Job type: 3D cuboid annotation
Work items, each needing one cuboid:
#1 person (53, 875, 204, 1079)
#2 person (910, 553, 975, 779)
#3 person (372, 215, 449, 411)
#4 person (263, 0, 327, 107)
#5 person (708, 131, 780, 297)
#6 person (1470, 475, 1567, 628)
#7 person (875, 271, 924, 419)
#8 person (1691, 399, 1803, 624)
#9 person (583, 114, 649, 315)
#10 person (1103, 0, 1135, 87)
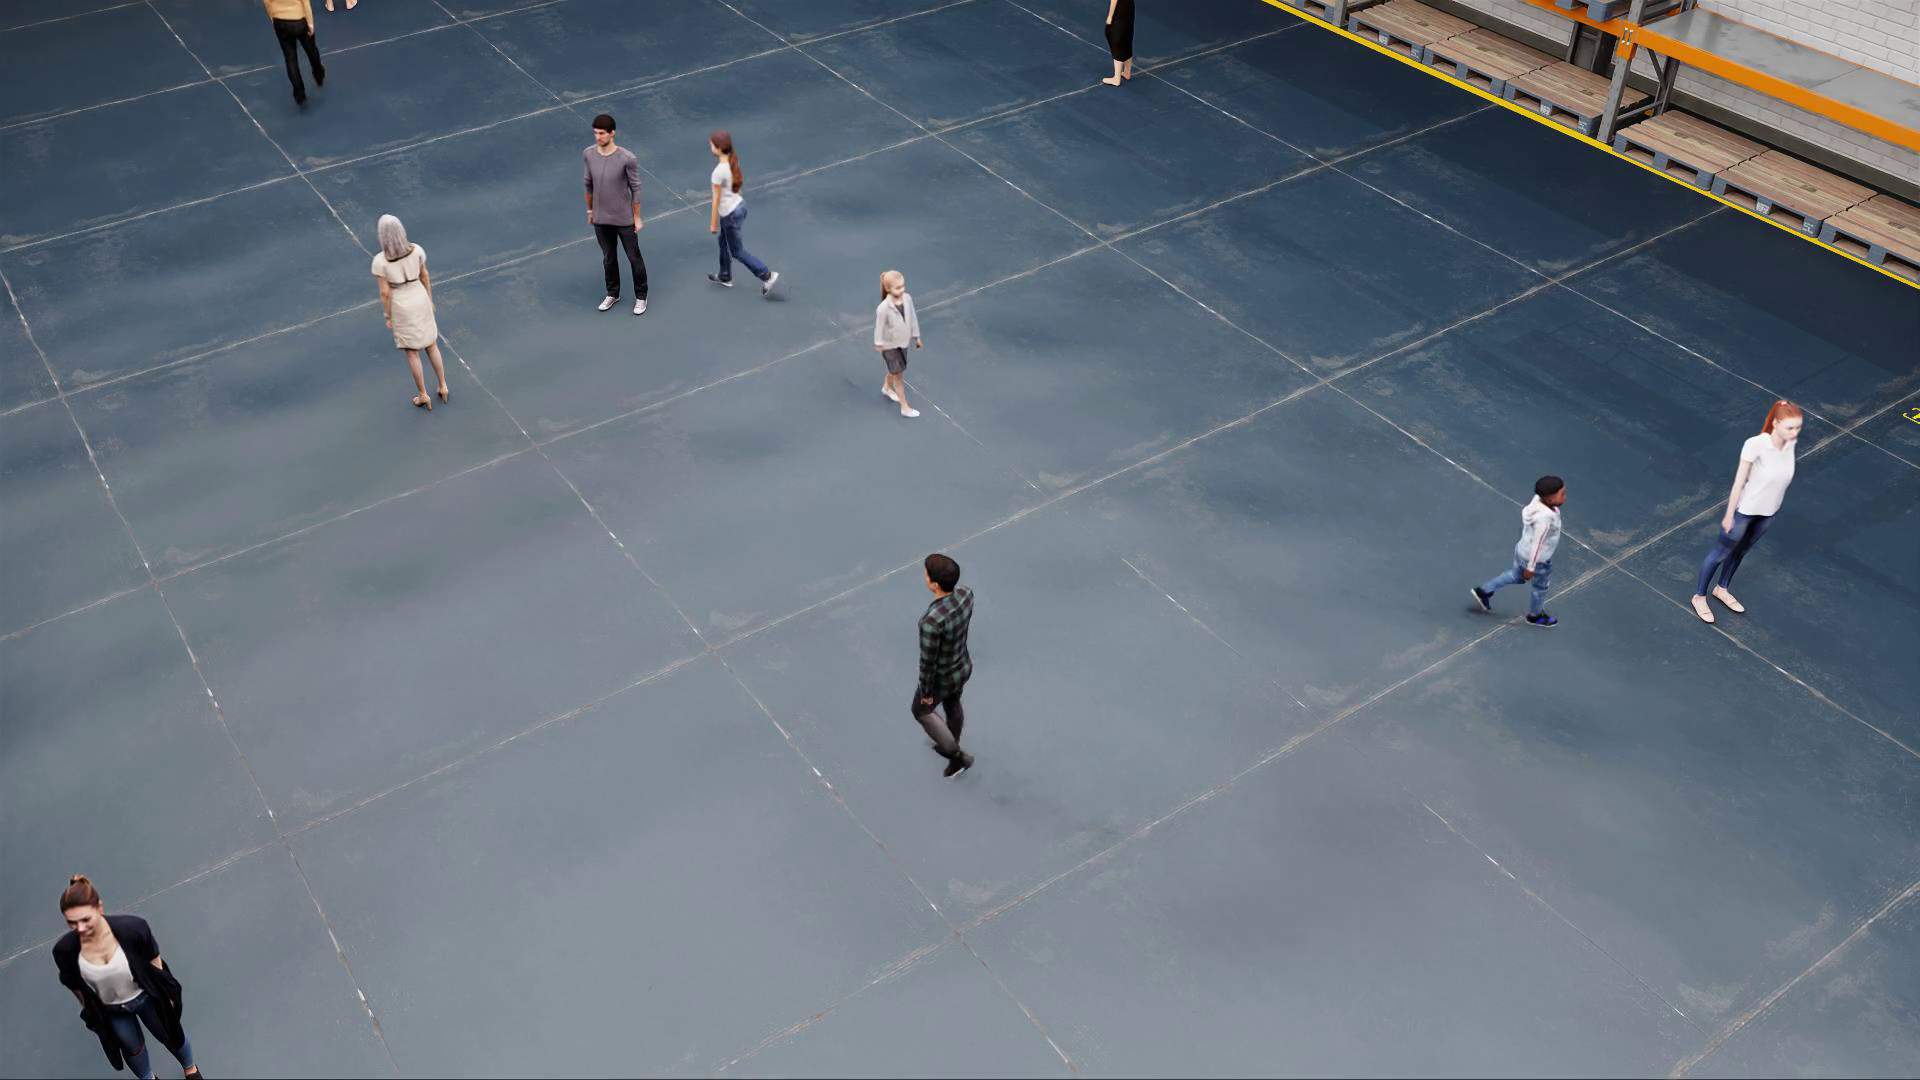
[{"bbox_3d":[-4.178,2.297,8.372,0.681,1.683,0.638,-14,41,-17],"label":"person"},{"bbox_3d":[-0.041,0.817,10.312,0.805,1.703,0.791,25,45,28],"label":"person"},{"bbox_3d":[-4.458,-1.848,13.520,0.609,1.736,0.560,-28,46,-30],"label":"person"},{"bbox_3d":[-7.363,-5.633,18.281,0.950,1.708,1.252,-8,39,-10],"label":"person"},{"bbox_3d":[-2.010,-2.927,15.030,1.079,1.538,0.920,11,40,13],"label":"person"},{"bbox_3d":[3.920,0.068,11.516,0.881,1.243,0.808,7,39,9],"label":"person"},{"bbox_3d":[-0.570,-1.659,13.670,0.594,1.253,0.825,-32,48,-33],"label":"person"},{"bbox_3d":[5.444,-0.215,11.472,0.616,1.739,0.603,-13,40,-16],"label":"person"},{"bbox_3d":[-3.055,-2.894,14.735,0.722,1.853,0.797,8,39,10],"label":"person"},{"bbox_3d":[1.828,-5.942,18.735,0.646,1.625,0.635,28,46,30],"label":"person"}]
